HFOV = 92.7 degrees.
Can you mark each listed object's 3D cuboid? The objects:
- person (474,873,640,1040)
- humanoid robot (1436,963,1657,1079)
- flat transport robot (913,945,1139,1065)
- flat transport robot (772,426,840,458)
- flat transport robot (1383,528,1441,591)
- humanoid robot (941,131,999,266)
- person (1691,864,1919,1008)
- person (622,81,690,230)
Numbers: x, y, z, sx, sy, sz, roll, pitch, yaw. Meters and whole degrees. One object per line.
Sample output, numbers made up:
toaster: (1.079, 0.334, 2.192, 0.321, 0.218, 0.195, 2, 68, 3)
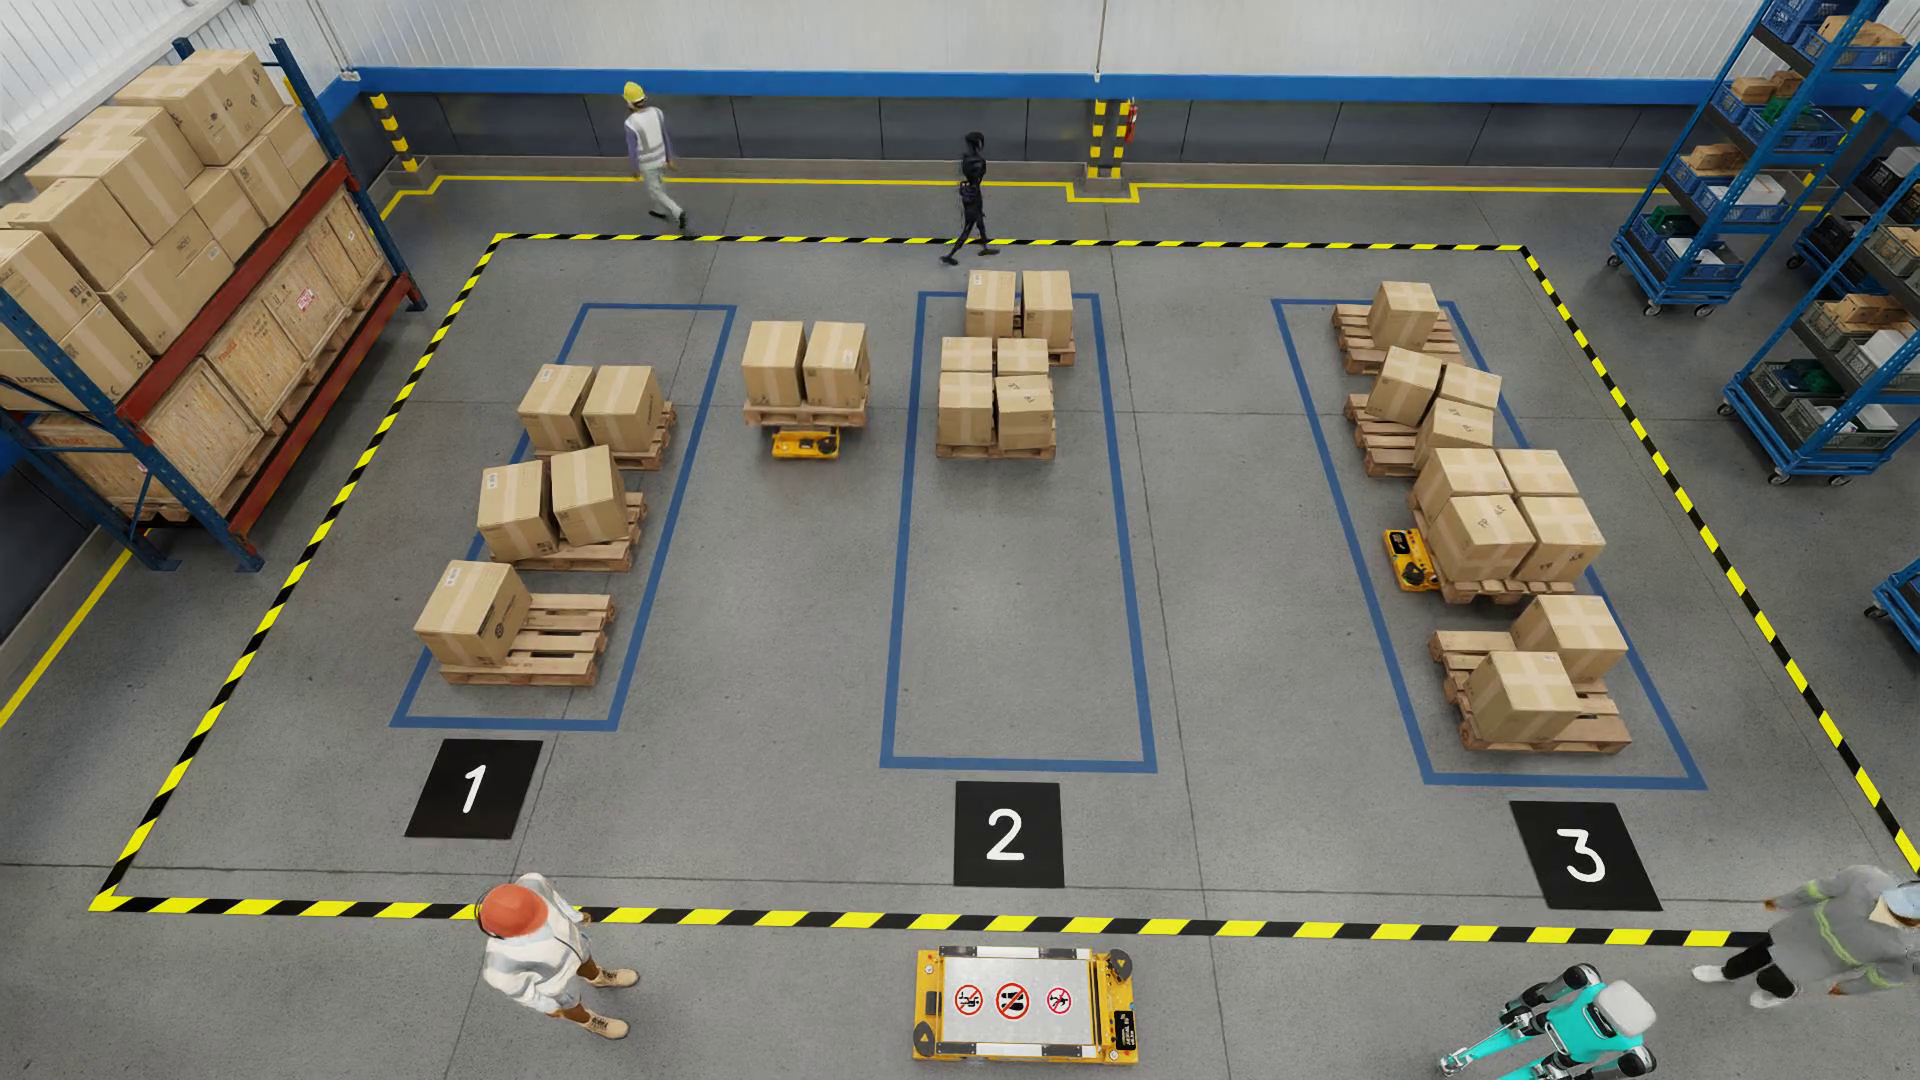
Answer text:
person: (-2.328, 2.444, 5.357, 0.386, 2.034, 0.604, 1, 51, 1)
humanoid robot: (3.093, 2.871, 5.109, 0.735, 1.681, 0.533, -11, 52, -9)
flat transport robot: (0.422, 3.041, 6.007, 1.431, 0.231, 0.659, 1, 51, 1)
flat transport robot: (-1.552, -1.437, 9.639, 0.652, 0.197, 1.431, 1, 51, 1)
flat transport robot: (4.685, 0.155, 8.342, 1.431, 0.197, 0.652, 1, 51, 1)
humanoid robot: (0.120, -4.048, 10.908, 0.766, 1.637, 0.585, -8, 51, -7)
person: (5.152, 2.415, 5.504, 0.450, 1.841, 0.598, 1, 51, 1)
person: (-3.773, -4.701, 11.321, 0.723, 1.814, 0.585, 21, 54, 16)
